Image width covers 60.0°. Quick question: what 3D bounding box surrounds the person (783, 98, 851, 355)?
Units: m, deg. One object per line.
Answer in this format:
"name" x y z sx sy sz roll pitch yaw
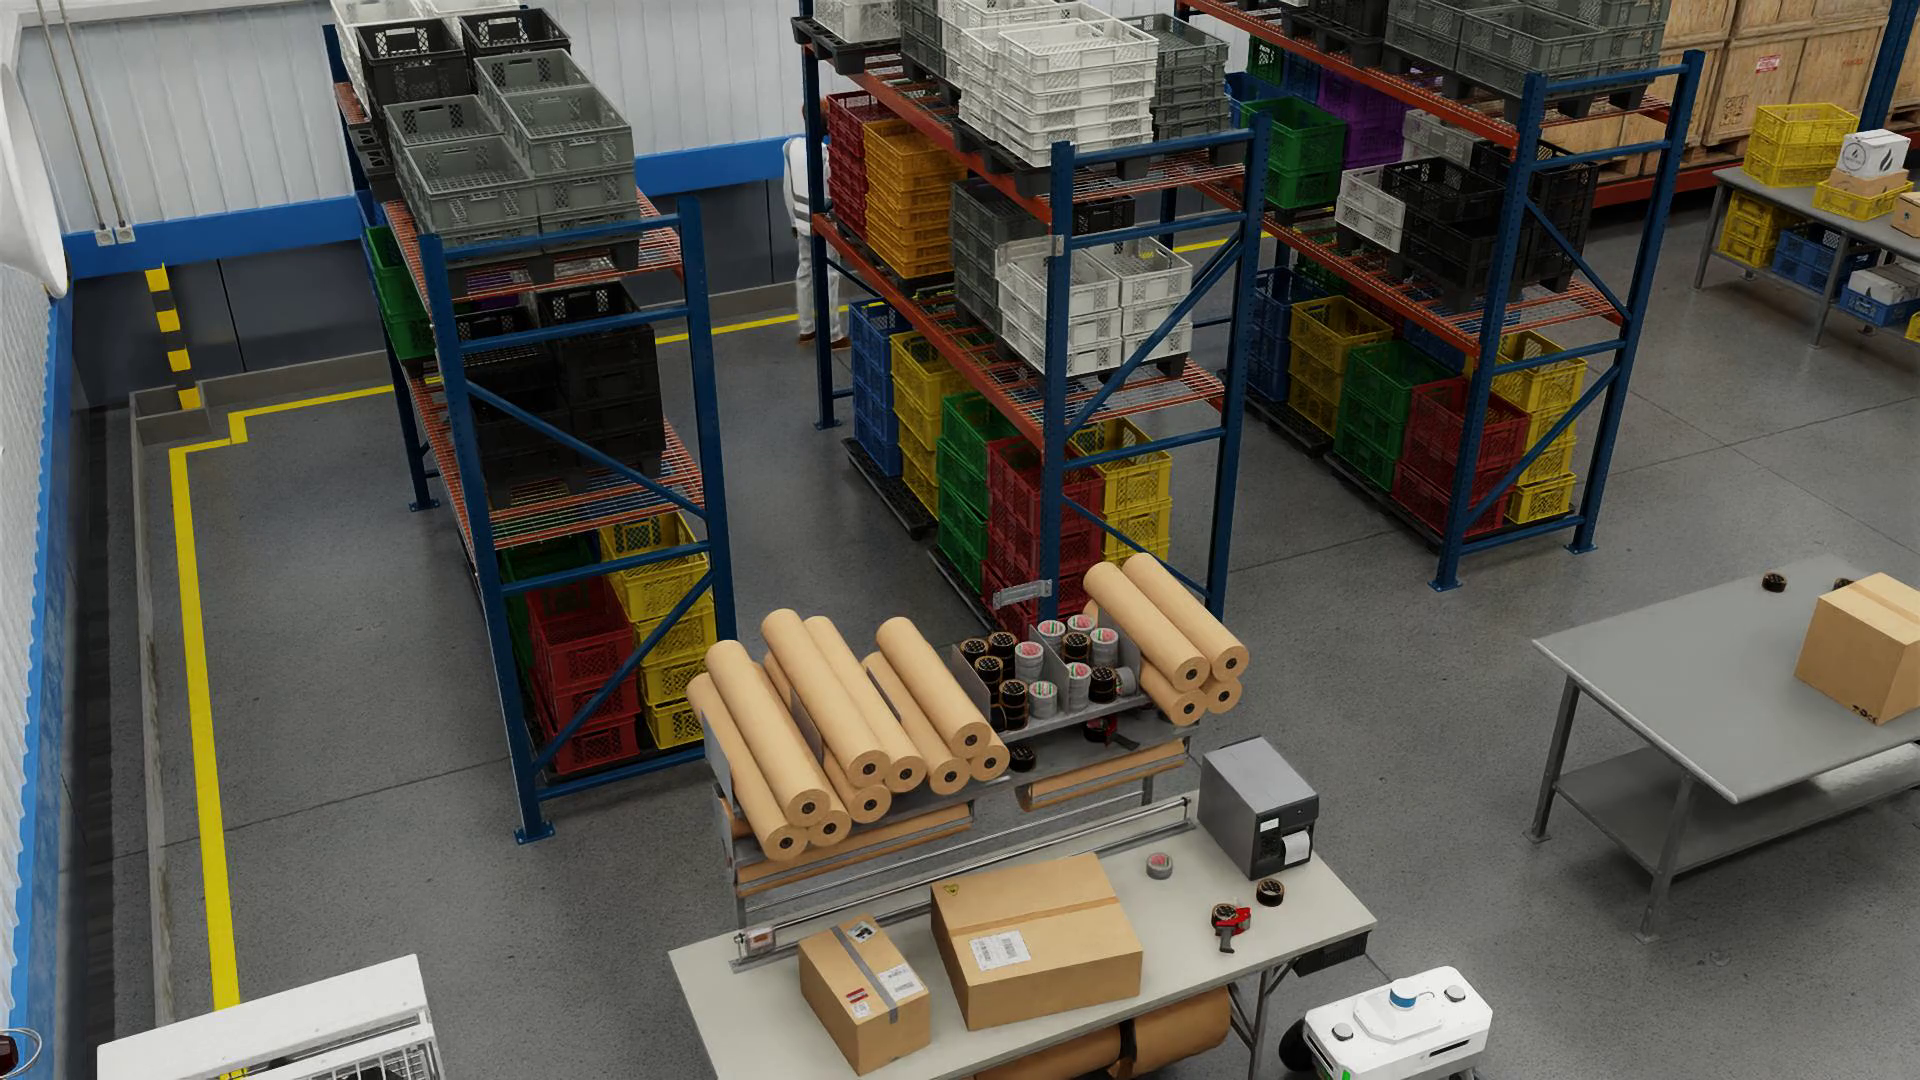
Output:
"person" -1.027 -2.280 12.122 0.582 1.880 0.338 25 40 35

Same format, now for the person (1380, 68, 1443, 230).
"person" 3.689 -3.410 13.914 0.368 1.933 0.626 -26 40 -35

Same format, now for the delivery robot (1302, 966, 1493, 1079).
"delivery robot" 1.701 1.915 6.479 0.707 0.478 0.477 -12 34 -19
